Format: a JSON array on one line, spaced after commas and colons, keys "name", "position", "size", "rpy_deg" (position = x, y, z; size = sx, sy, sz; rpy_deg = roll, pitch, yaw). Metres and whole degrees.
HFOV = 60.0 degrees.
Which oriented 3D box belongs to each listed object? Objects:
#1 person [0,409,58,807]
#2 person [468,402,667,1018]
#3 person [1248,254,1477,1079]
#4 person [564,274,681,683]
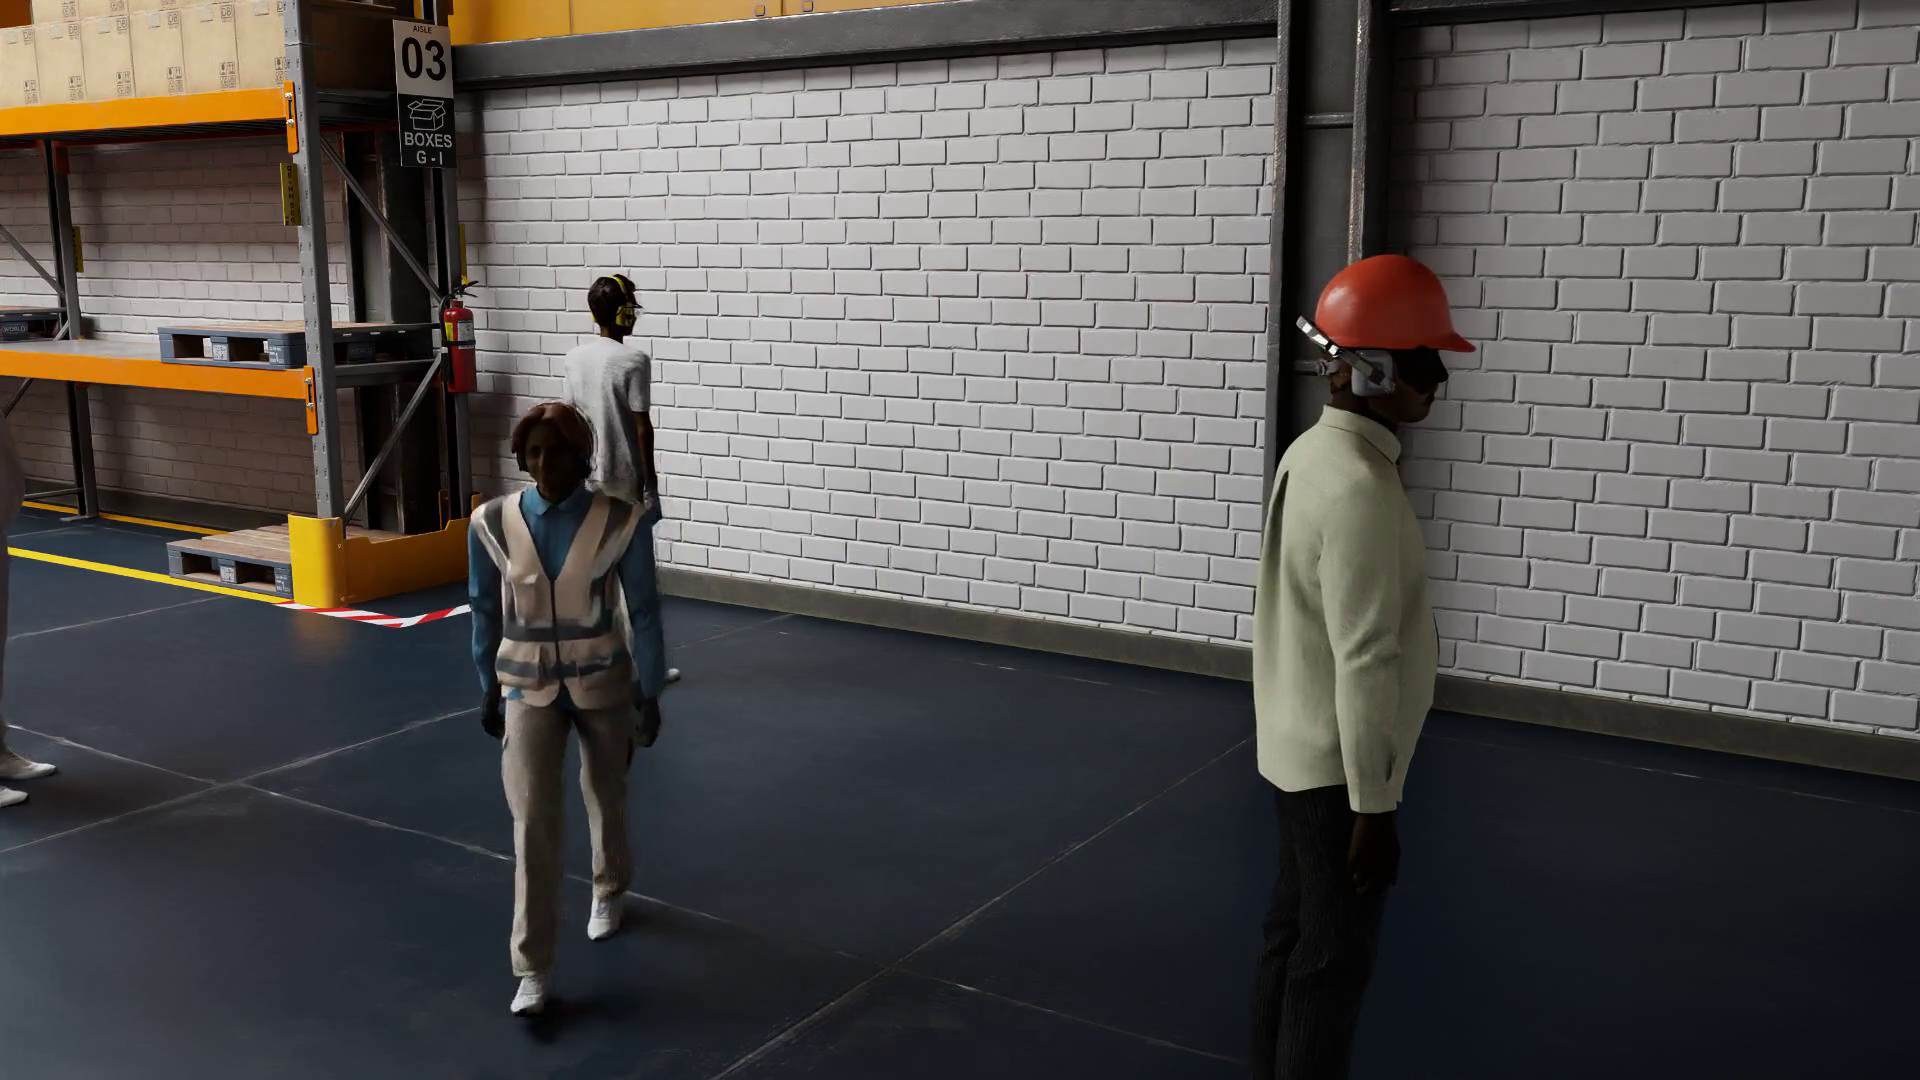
[{"name": "person", "position": [-3.557, 0.017, 5.954], "size": [0.402, 1.896, 0.652], "rpy_deg": [-3, 11, -16]}, {"name": "person", "position": [-1.065, 0.419, 4.534], "size": [0.536, 1.586, 0.856], "rpy_deg": [-1, 10, -4]}, {"name": "person", "position": [0.785, 0.436, 3.339], "size": [0.397, 1.992, 0.623], "rpy_deg": [0, 10, 1]}, {"name": "person", "position": [-1.562, -0.261, 7.549], "size": [0.514, 1.872, 0.332], "rpy_deg": [6, 12, 30]}]
